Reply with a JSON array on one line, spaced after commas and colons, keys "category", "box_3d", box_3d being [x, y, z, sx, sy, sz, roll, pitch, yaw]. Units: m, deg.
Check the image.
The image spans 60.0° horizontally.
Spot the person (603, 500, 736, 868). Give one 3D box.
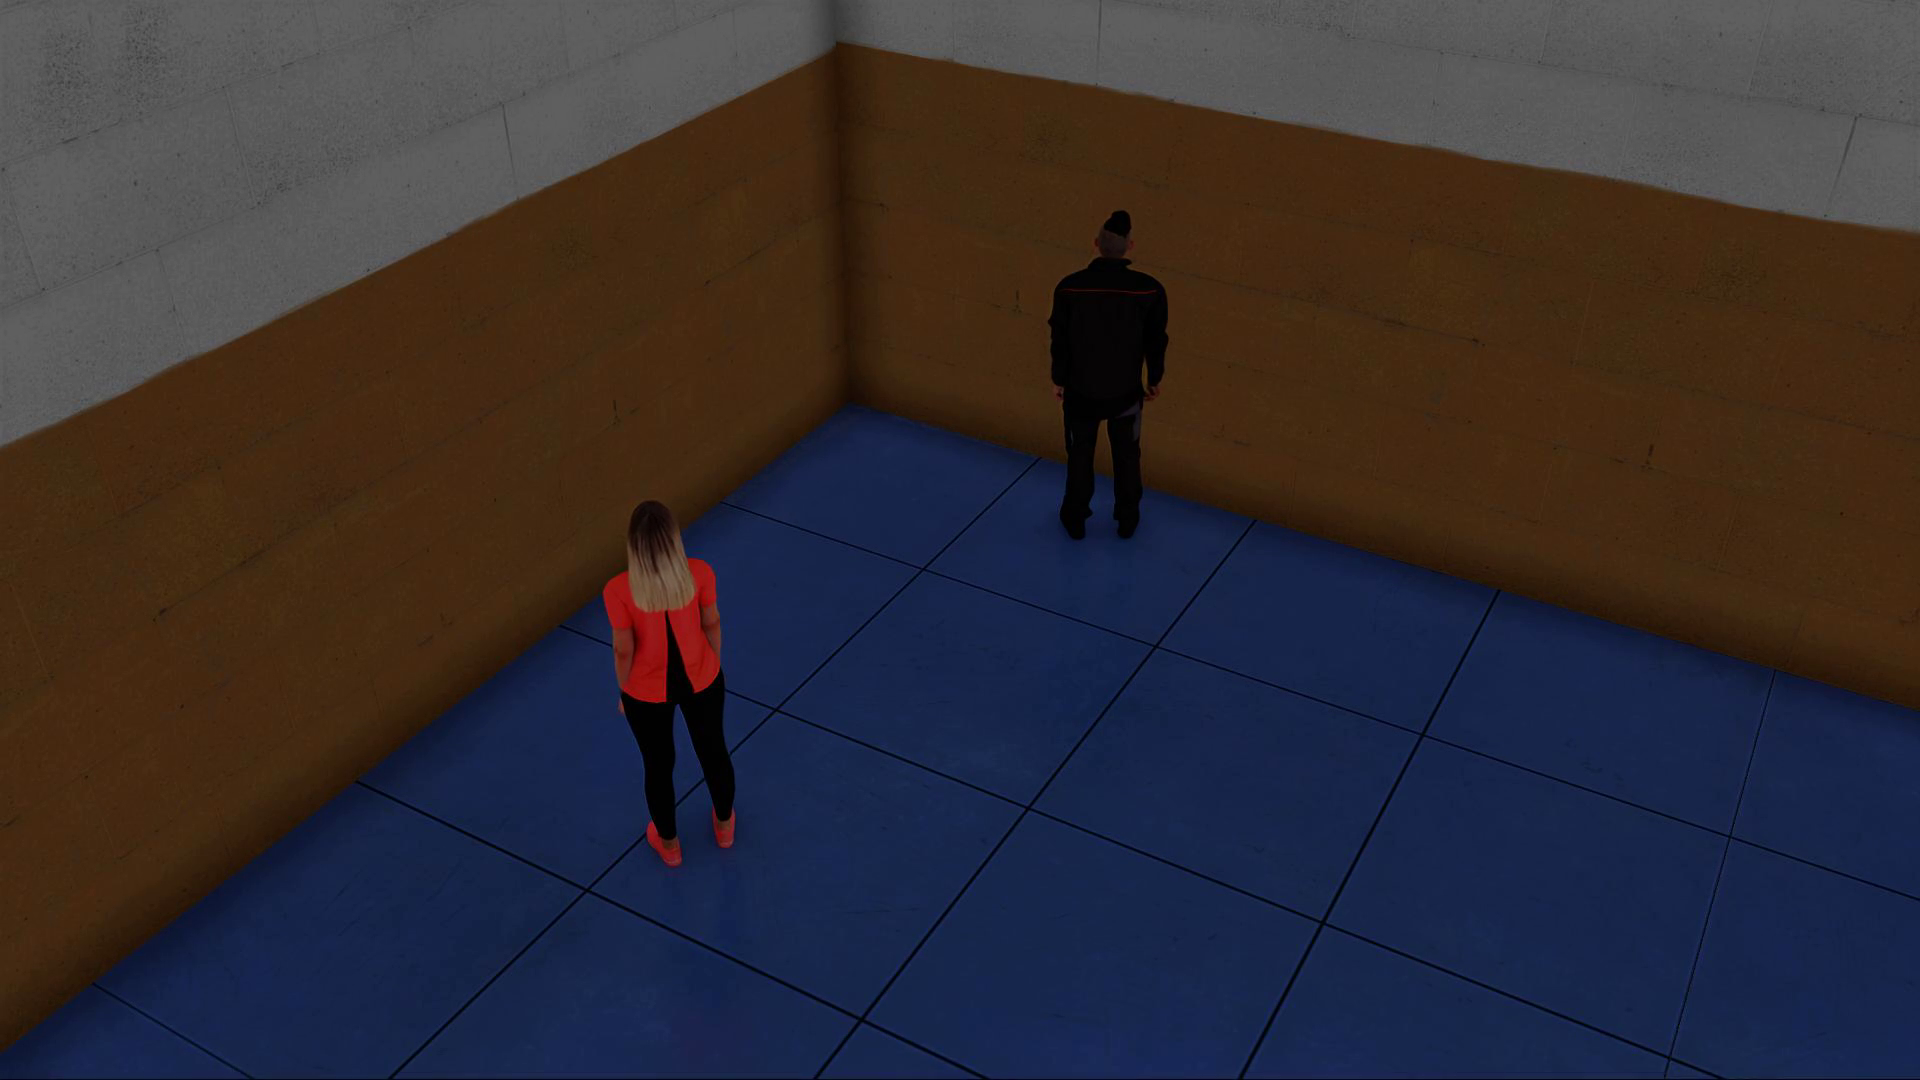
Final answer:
[{"category": "person", "box_3d": [-1.131, 0.574, 6.564, 0.652, 1.694, 0.737, -13, 36, -19]}]

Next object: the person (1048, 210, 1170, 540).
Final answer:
[{"category": "person", "box_3d": [0.749, -0.842, 8.520, 0.861, 1.862, 0.828, 1, 34, 1]}]
